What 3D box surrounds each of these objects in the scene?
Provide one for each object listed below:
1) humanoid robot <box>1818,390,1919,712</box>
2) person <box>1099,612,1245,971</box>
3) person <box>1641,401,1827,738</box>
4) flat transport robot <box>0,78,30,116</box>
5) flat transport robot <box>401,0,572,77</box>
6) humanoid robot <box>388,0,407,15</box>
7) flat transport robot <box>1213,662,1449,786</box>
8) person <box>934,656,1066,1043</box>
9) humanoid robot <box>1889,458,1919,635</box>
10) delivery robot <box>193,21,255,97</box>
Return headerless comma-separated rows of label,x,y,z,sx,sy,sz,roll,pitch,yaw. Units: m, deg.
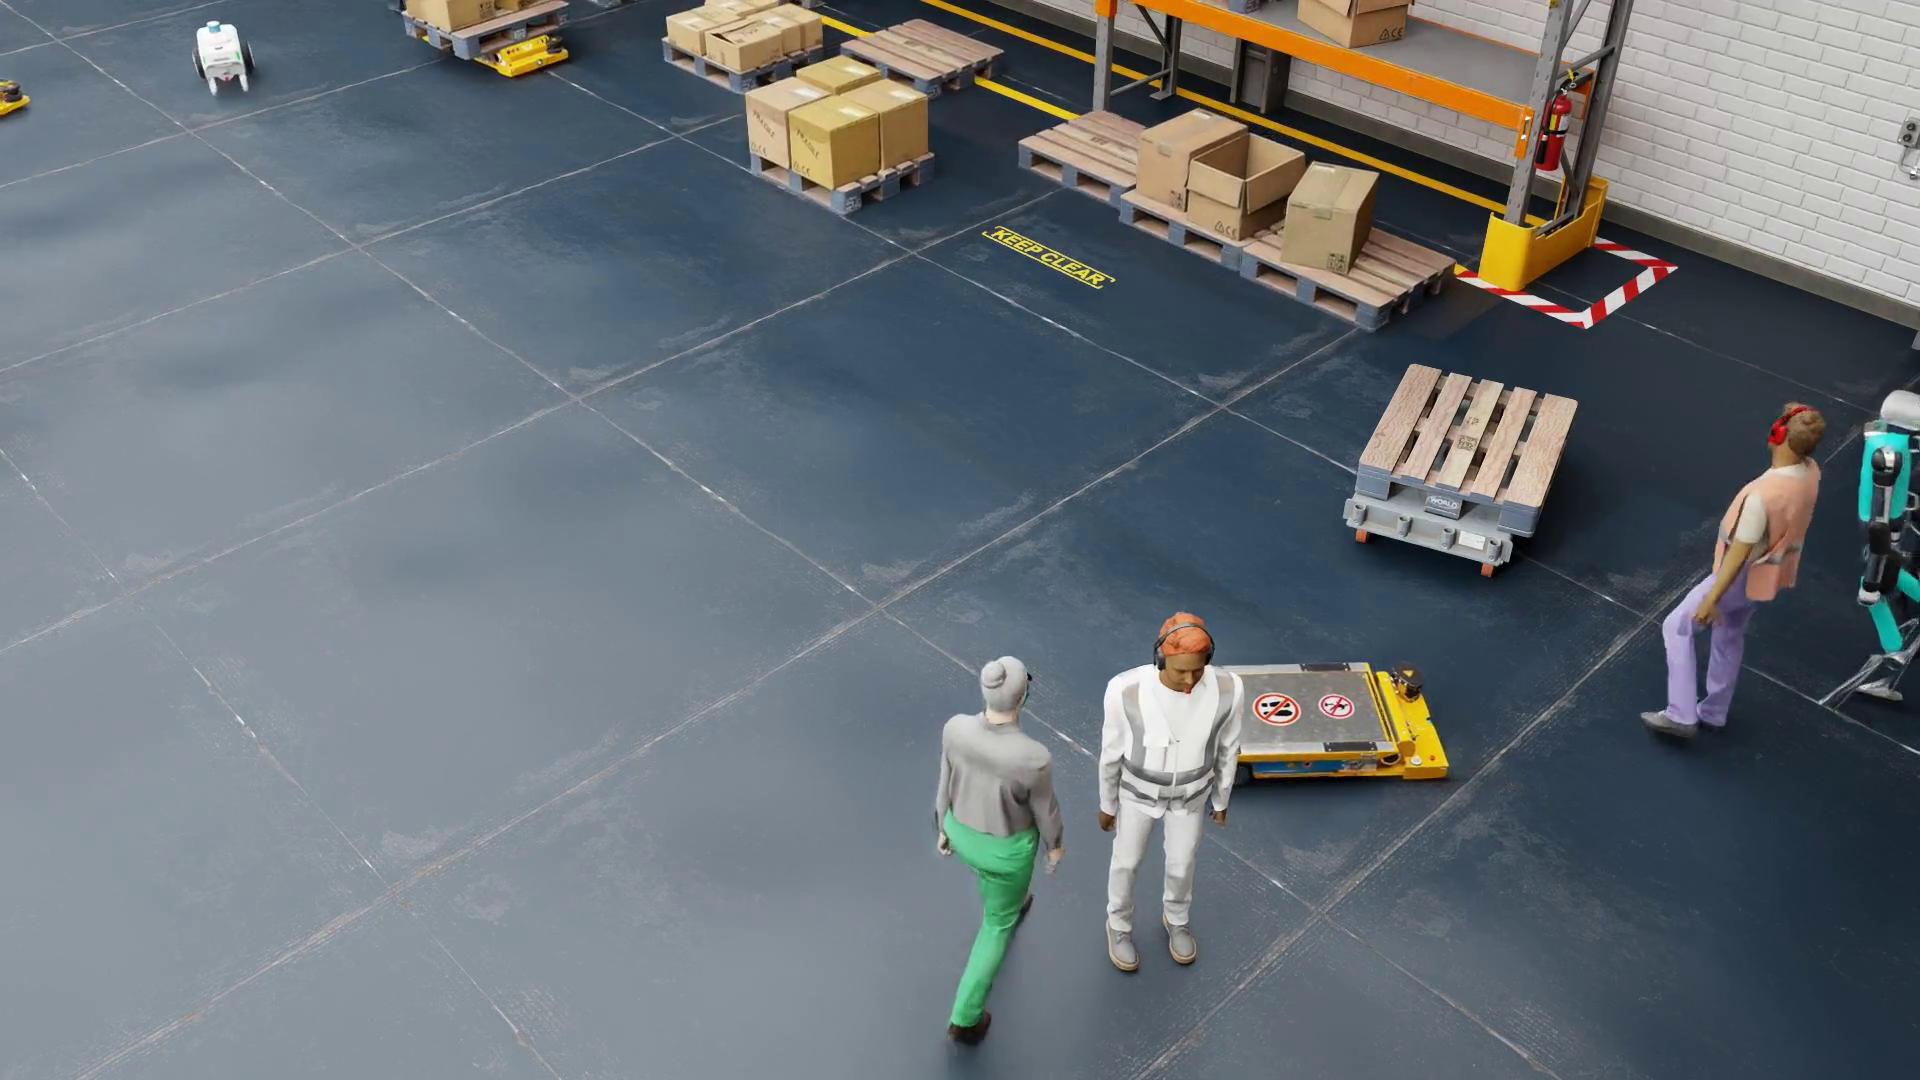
humanoid robot,4.651,0.158,8.137,0.847,1.806,0.541,20,41,24
person,0.844,1.041,6.827,0.566,1.878,0.353,-2,37,-3
person,3.762,0.187,8.012,0.676,1.808,0.438,-24,43,-29
flat transport robot,-9.061,-3.935,14.742,1.431,0.231,0.659,13,39,17
flat transport robot,-4.442,-4.747,15.817,1.431,0.231,0.659,28,45,32
humanoid robot,-5.451,-5.878,16.160,0.669,1.623,0.607,29,46,33
flat transport robot,1.652,0.918,8.318,1.431,0.231,0.659,-1,37,-2
person,0.133,1.196,6.685,0.521,1.802,0.913,20,41,24
humanoid robot,5.163,-0.158,8.580,0.600,1.640,0.509,22,42,26
delivery robot,-6.725,-4.414,15.149,0.499,0.606,0.808,-14,39,-18
